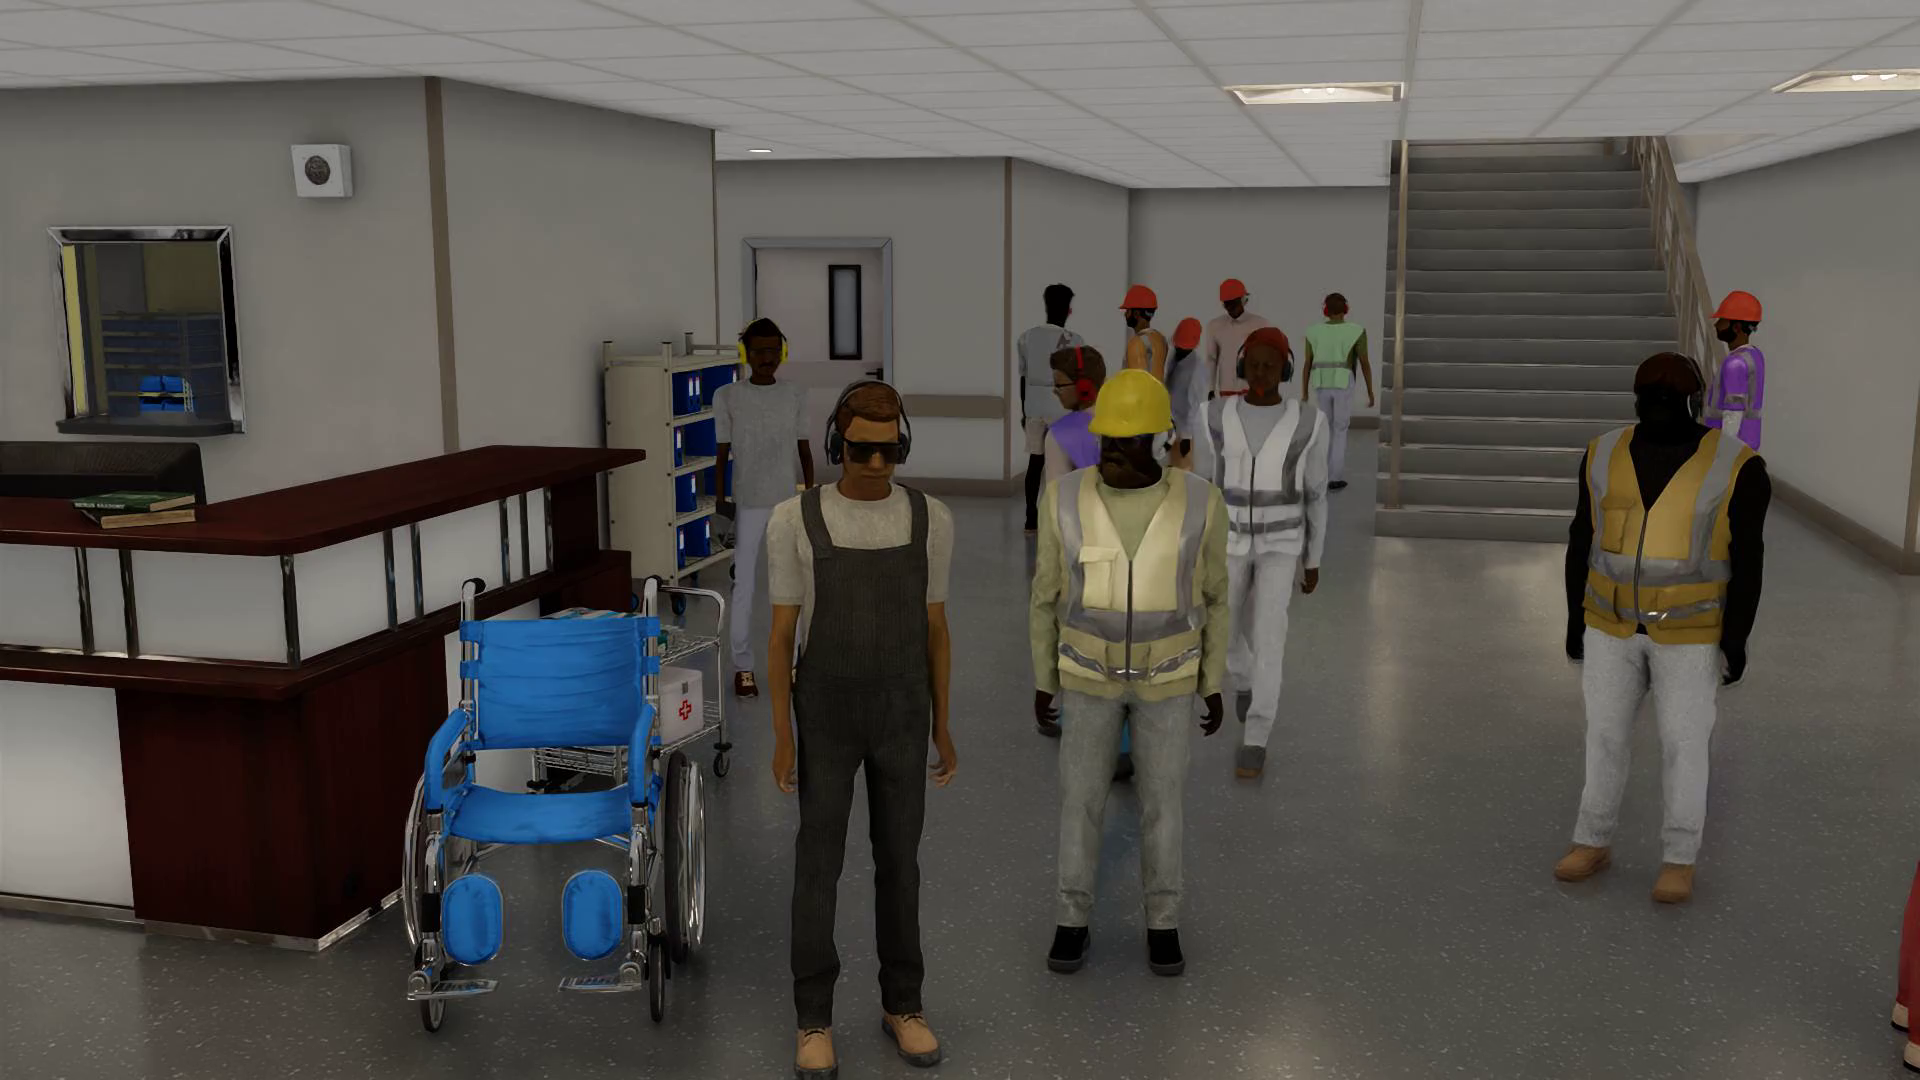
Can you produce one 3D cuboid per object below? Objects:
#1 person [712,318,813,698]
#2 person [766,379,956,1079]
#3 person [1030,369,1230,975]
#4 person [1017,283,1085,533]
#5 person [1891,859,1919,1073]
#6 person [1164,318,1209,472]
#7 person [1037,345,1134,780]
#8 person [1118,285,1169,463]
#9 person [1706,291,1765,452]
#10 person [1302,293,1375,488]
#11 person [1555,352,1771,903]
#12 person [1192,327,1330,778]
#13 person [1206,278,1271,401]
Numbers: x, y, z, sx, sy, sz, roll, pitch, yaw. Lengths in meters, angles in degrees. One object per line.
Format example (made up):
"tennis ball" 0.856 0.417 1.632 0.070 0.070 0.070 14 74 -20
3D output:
"person" -0.950 -0.153 8.154 0.508 1.862 0.326 -3 10 -17
"person" -0.249 0.495 4.382 0.506 1.841 0.346 -3 10 -17
"person" 0.504 0.402 4.972 0.595 1.826 0.403 1 10 6
"person" 0.713 -0.995 12.834 0.609 1.955 0.385 8 12 39
"person" 2.699 0.545 4.336 0.334 1.763 0.522 4 10 22
"person" 1.713 -0.855 12.765 0.334 1.700 0.635 -2 10 -12
"person" 0.586 0.080 7.012 0.582 1.801 0.889 -9 13 -43
"person" 1.361 -0.952 12.615 0.362 1.939 0.543 5 11 28
"person" 4.800 -0.575 10.389 0.347 1.943 0.545 6 12 33
"person" 3.559 -1.400 15.622 0.639 1.811 0.613 6 11 30
"person" 2.334 0.289 5.601 0.631 1.841 0.429 8 13 40
"person" 1.271 0.023 7.095 0.585 1.866 0.718 3 10 20
"person" 2.544 -1.404 15.218 0.623 1.960 0.519 5 11 26
